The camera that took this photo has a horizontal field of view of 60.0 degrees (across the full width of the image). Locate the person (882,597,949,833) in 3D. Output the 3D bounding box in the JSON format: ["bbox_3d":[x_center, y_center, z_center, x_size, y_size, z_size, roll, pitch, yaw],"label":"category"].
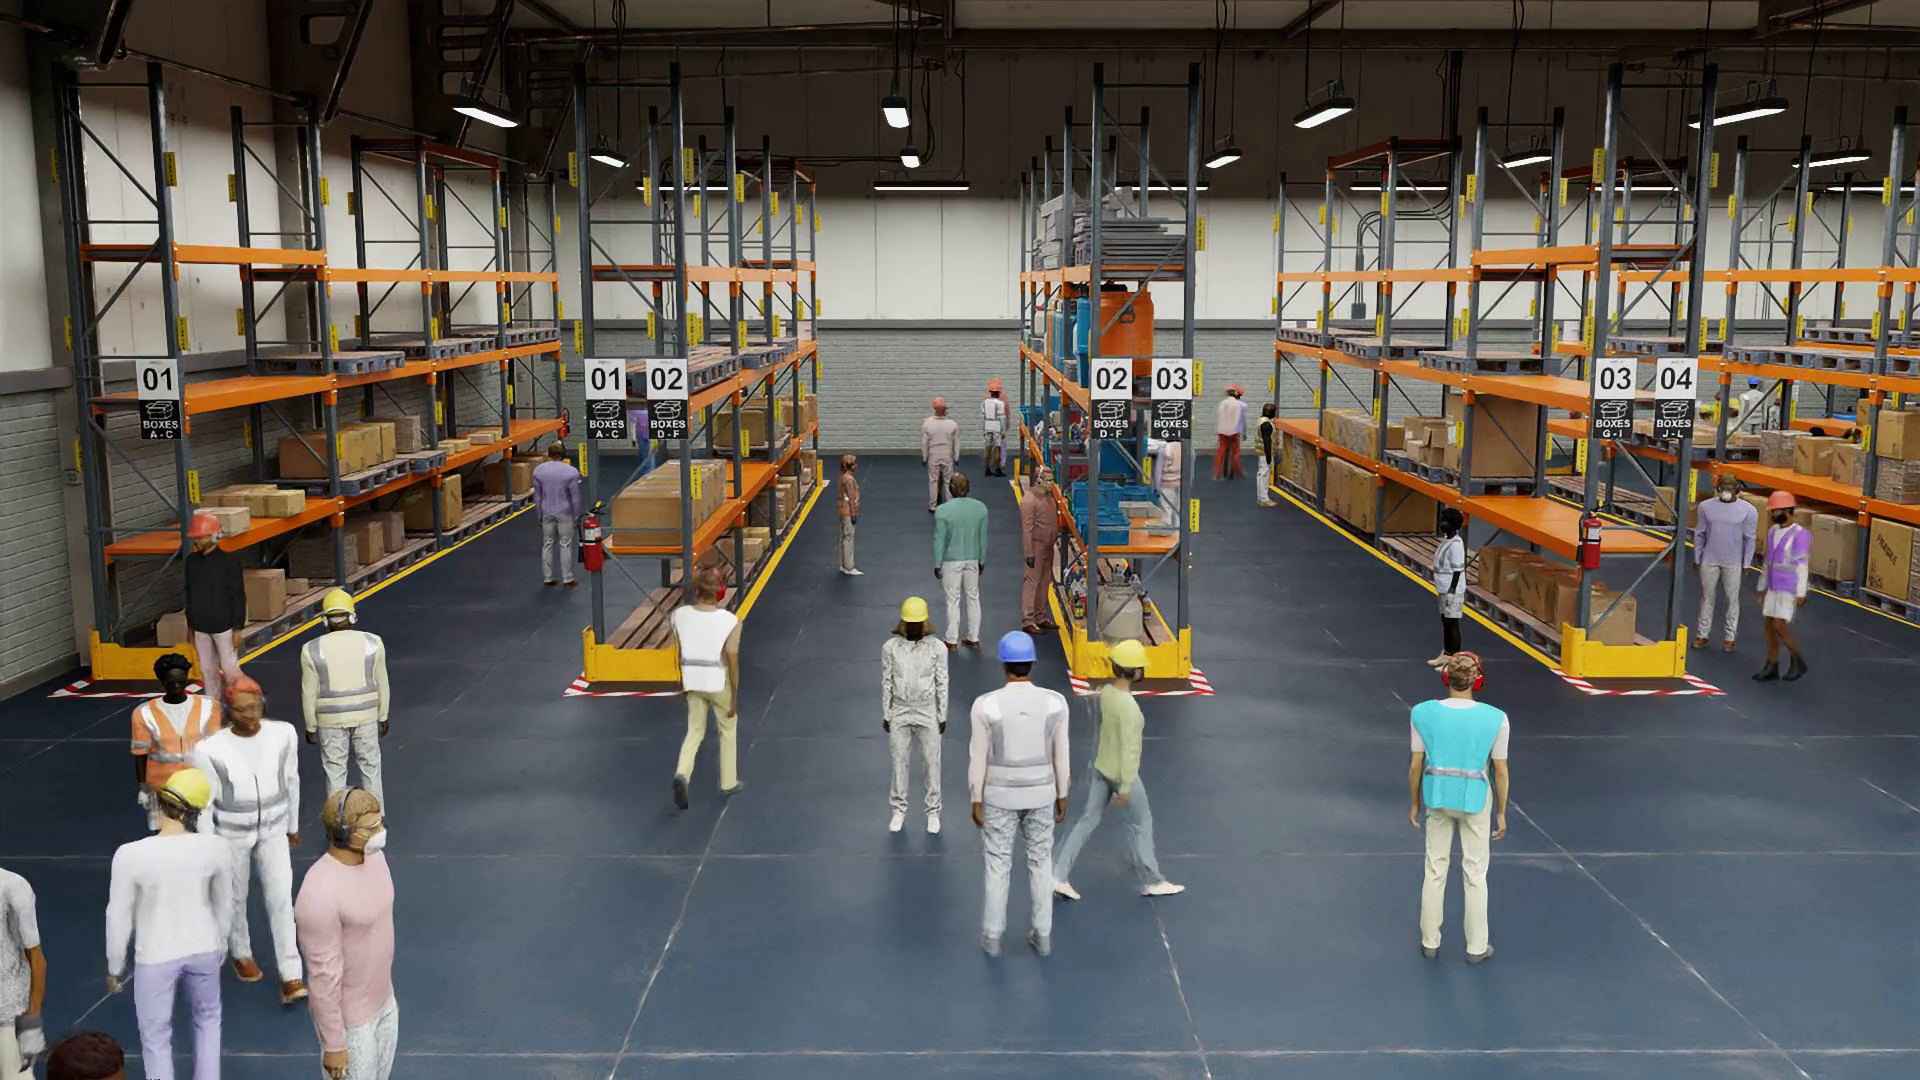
[{"bbox_3d":[-0.324,1.261,12.019,0.486,1.738,0.321,1,9,7],"label":"person"}]

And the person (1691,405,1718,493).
[{"bbox_3d":[13.633,-1.622,30.588,0.551,1.724,0.893,-3,9,-16],"label":"person"}]

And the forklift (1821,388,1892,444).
[{"bbox_3d":[20.072,-3.110,36.462,1.873,2.768,1.129,0,9,0],"label":"forklift"}]

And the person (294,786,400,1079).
[{"bbox_3d":[-2.492,1.957,6.881,0.359,1.937,0.635,0,9,1],"label":"person"}]

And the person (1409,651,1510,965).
[{"bbox_3d":[2.899,1.564,9.706,0.563,1.847,0.390,4,10,24],"label":"person"}]

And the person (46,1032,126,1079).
[{"bbox_3d":[-2.434,2.300,4.806,0.793,1.893,0.609,3,9,19],"label":"person"}]

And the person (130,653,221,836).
[{"bbox_3d":[-4.889,1.530,10.425,0.530,1.690,0.319,-6,11,-33],"label":"person"}]

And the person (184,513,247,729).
[{"bbox_3d":[-6.516,0.745,14.503,0.622,1.990,0.402,3,9,21],"label":"person"}]

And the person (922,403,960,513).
[{"bbox_3d":[-0.334,-1.409,28.641,0.654,1.906,0.406,0,9,-3],"label":"person"}]

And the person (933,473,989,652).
[{"bbox_3d":[0.006,0.239,17.953,0.626,1.933,0.370,-4,10,-26],"label":"person"}]

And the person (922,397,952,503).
[{"bbox_3d":[-0.390,-1.632,30.124,0.546,1.905,0.977,-2,9,-14],"label":"person"}]

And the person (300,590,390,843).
[{"bbox_3d":[-4.343,1.255,11.774,0.588,1.822,0.403,-5,10,-28],"label":"person"}]

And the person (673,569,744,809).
[{"bbox_3d":[-1.927,1.125,12.622,0.571,1.808,0.780,3,9,16],"label":"person"}]

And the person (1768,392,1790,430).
[{"bbox_3d":[16.889,-2.199,34.272,0.486,1.736,0.320,-2,9,-10],"label":"person"}]

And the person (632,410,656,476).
[{"bbox_3d":[-6.206,-2.073,32.975,0.600,1.885,0.987,-2,9,-14],"label":"person"}]

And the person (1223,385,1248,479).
[{"bbox_3d":[5.547,-2.193,33.715,0.558,1.887,0.651,2,9,13],"label":"person"}]

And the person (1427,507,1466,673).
[{"bbox_3d":[4.987,0.509,16.972,0.318,1.697,0.535,1,9,4],"label":"person"}]

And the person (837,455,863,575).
[{"bbox_3d":[-1.514,-0.341,22.622,0.307,1.641,0.513,-3,9,-17],"label":"person"}]

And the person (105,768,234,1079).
[{"bbox_3d":[-3.636,1.938,7.709,0.590,1.722,0.390,-8,12,-43],"label":"person"}]

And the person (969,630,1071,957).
[{"bbox_3d":[0.352,1.499,9.851,0.605,1.938,0.434,-2,9,-10],"label":"person"}]

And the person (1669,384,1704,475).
[{"bbox_3d":[14.806,-2.230,33.878,0.771,1.923,0.616,-8,12,-43],"label":"person"}]

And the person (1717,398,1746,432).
[{"bbox_3d":[14.362,-1.728,30.969,0.629,1.818,0.431,-1,9,-7],"label":"person"}]

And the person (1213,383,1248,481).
[{"bbox_3d":[5.448,-2.167,33.354,0.948,1.942,0.626,-7,11,-37],"label":"person"}]

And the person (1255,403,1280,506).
[{"bbox_3d":[5.464,-1.522,29.595,0.429,1.838,0.622,0,9,1],"label":"person"}]

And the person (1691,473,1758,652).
[{"bbox_3d":[8.229,0.238,17.947,0.631,1.939,0.372,7,11,37],"label":"person"}]

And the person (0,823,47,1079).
[{"bbox_3d":[-4.016,1.988,6.922,0.535,1.864,0.309,4,10,25],"label":"person"}]

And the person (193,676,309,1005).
[{"bbox_3d":[-3.909,1.650,9.199,0.586,1.825,0.995,-7,11,-38],"label":"person"}]

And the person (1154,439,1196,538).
[{"bbox_3d":[3.154,-0.776,24.952,0.769,1.805,0.479,-4,10,-23],"label":"person"}]

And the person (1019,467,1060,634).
[{"bbox_3d":[0.926,0.112,18.896,0.401,1.900,0.646,5,10,30],"label":"person"}]

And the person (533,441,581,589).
[{"bbox_3d":[-5.222,-0.323,21.601,0.623,1.932,0.367,1,9,9],"label":"person"}]

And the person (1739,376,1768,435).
[{"bbox_3d":[17.063,-2.548,35.849,0.605,1.943,0.402,1,9,5],"label":"person"}]

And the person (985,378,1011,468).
[{"bbox_3d":[0.791,-2.544,35.818,0.620,1.950,0.797,-2,9,-14],"label":"person"}]

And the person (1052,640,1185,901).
[{"bbox_3d":[0.981,1.483,10.657,0.932,1.726,0.534,-3,9,-20],"label":"person"}]

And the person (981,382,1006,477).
[{"bbox_3d":[0.701,-2.249,33.942,0.548,1.938,0.358,7,11,36],"label":"person"}]

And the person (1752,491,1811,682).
[{"bbox_3d":[8.145,0.470,16.519,0.411,1.913,0.570,-1,9,-9],"label":"person"}]
